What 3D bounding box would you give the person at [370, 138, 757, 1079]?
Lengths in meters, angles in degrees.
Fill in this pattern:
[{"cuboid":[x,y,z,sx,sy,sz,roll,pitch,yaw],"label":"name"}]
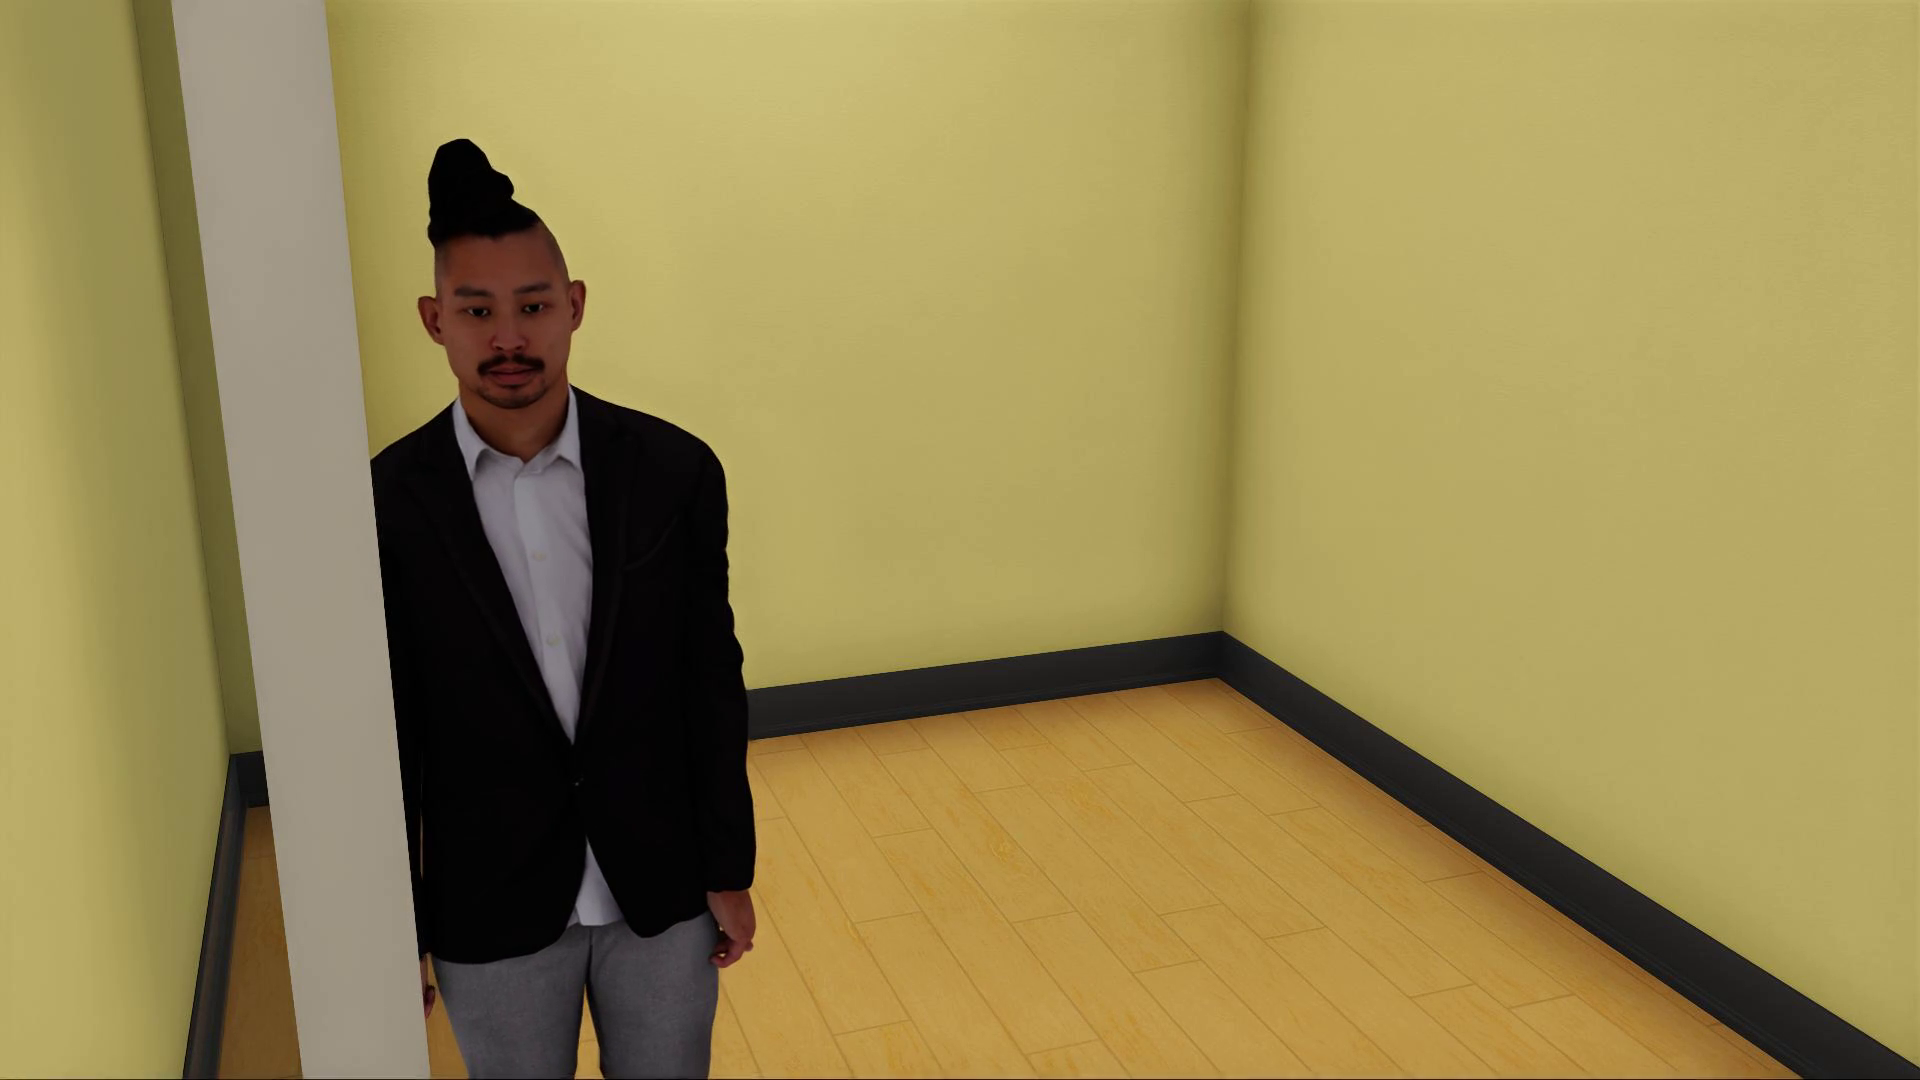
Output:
[{"cuboid":[-0.559,0.432,2.345,0.520,1.952,0.758,-6,17,-20],"label":"person"}]
